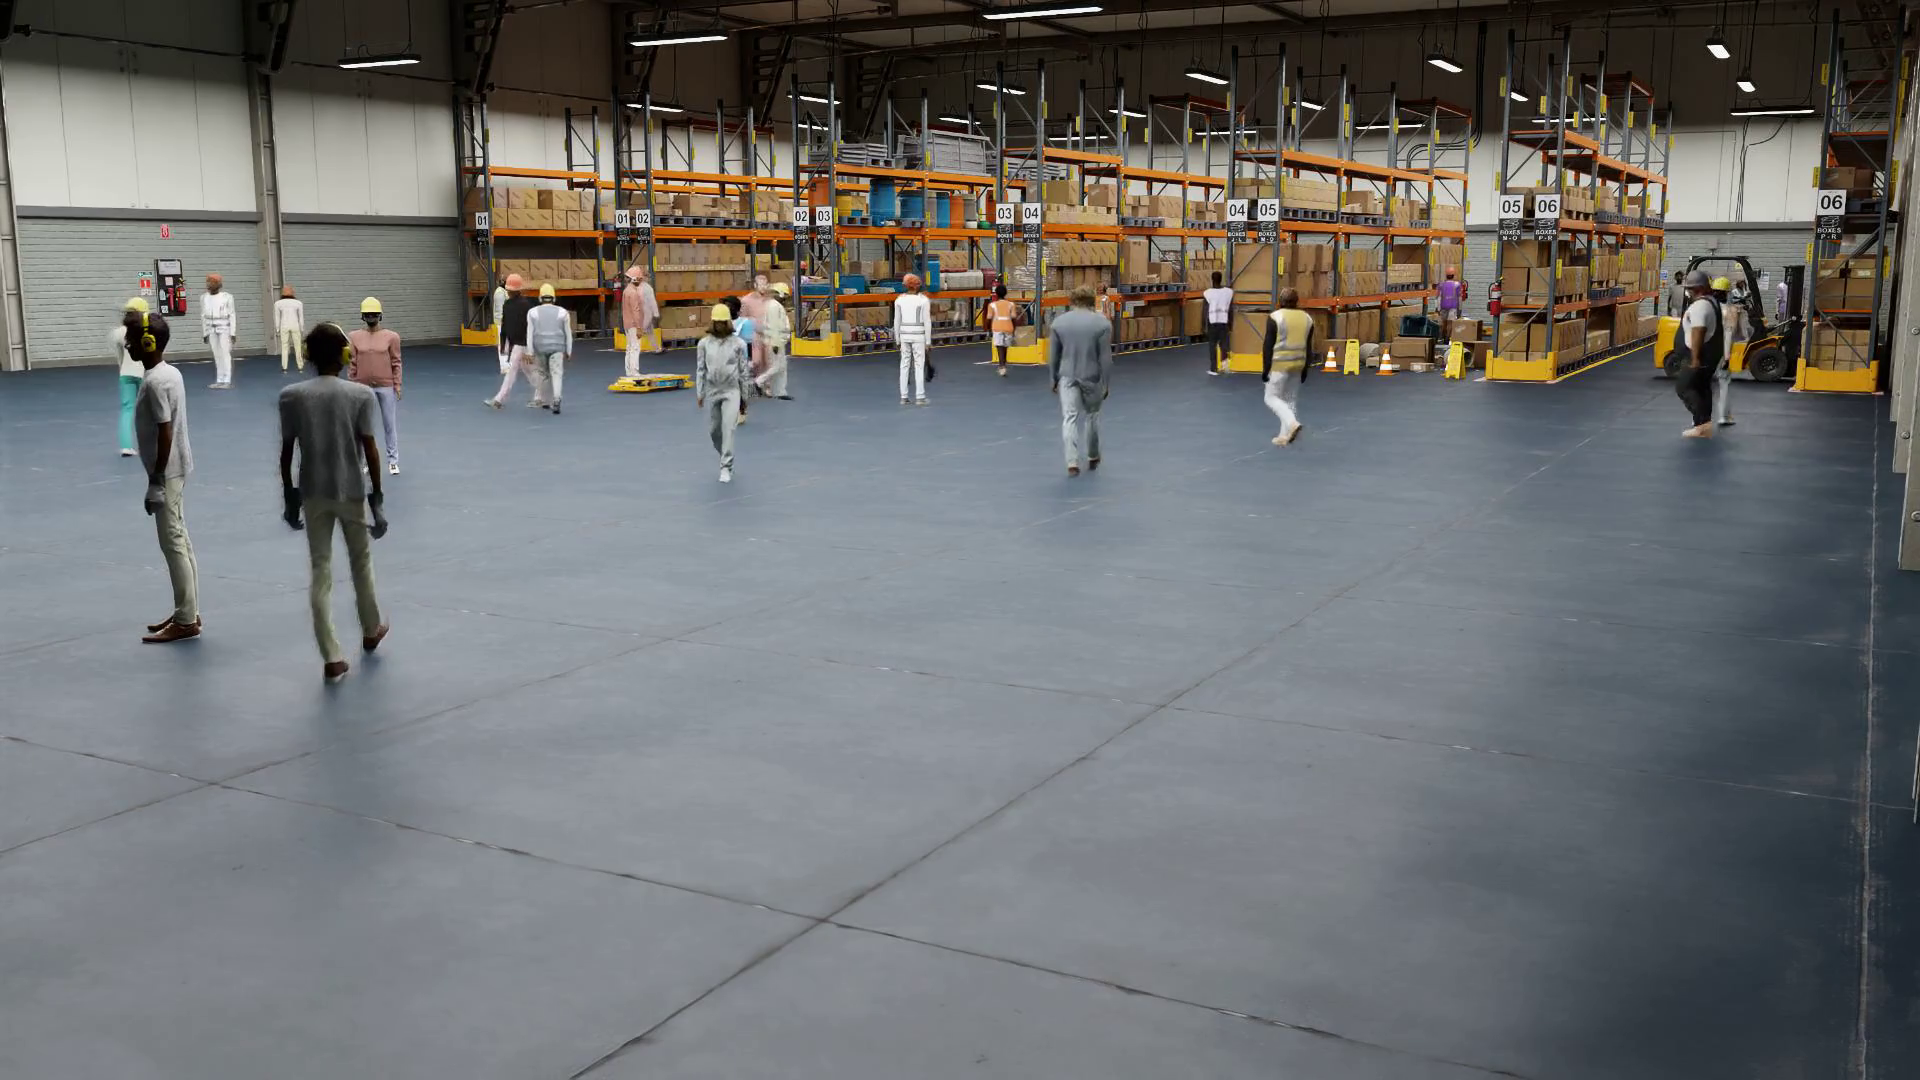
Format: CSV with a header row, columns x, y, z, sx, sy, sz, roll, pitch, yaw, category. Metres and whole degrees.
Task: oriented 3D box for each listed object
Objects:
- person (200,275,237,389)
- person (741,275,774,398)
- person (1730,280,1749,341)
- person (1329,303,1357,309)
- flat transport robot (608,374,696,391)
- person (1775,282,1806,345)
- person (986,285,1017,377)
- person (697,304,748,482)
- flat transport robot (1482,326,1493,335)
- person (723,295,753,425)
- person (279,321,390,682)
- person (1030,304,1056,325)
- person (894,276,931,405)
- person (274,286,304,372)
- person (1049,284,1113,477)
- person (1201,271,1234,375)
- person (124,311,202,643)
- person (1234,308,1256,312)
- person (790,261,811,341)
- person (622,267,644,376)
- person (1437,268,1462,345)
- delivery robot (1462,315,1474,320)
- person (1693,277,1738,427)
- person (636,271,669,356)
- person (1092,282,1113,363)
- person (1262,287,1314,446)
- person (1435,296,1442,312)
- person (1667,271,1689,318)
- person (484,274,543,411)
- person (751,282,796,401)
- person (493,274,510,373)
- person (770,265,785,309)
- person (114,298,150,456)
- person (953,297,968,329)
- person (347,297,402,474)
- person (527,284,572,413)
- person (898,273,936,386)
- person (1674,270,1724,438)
x,y,z,sx,sy,sz,roll,pitch,yaw,category
-12.193,-3.394,27.256,0.598,1.862,0.608,2,10,12,person
-3.058,-3.136,25.652,0.643,1.891,0.470,-5,11,-25,person
19.291,-5.640,41.162,0.544,1.586,0.866,-2,10,-10,person
9.721,-5.956,42.275,0.655,1.857,1.018,6,11,32,person
-5.000,-2.572,27.068,0.652,0.197,1.431,5,11,28,flat transport robot
18.465,-5.092,37.013,0.587,1.918,0.397,5,11,27,person
0.764,-3.772,30.060,0.539,1.654,0.872,-2,10,-12,person
-2.311,-1.454,16.284,0.494,1.723,0.722,0,10,2,person
14.495,-5.768,45.782,0.652,0.197,1.431,-1,10,-7,flat transport robot
-2.939,-2.278,21.240,0.547,1.673,0.633,8,12,38,person
-3.279,-0.228,8.775,0.554,1.830,0.913,-2,10,-9,person
1.890,-5.207,37.669,0.625,1.931,0.375,0,10,-1,person
-0.687,-2.928,24.440,0.584,1.883,0.337,4,11,23,person
-12.579,-3.952,31.216,0.501,1.625,0.310,-4,10,-20,person
1.220,-1.604,16.659,0.652,1.887,1.005,2,10,13,person
4.706,-3.962,30.421,0.625,1.907,0.448,-2,10,-11,person
-4.521,-0.353,9.408,0.328,1.872,0.520,-3,10,-17,person
6.609,-5.352,38.474,0.602,1.955,1.029,4,11,24,person
-3.888,-5.822,40.909,0.607,2.048,0.365,8,12,37,person
-5.456,-3.569,27.878,0.382,1.993,0.609,-5,11,-26,person
11.885,-5.661,40.443,0.549,1.898,0.971,5,11,26,person
13.811,-5.919,45.563,0.707,0.478,0.477,-1,10,-7,delivery robot
9.683,-2.395,21.285,0.815,1.897,0.593,-8,13,-40,person
-6.858,-4.949,36.381,1.019,1.853,0.652,-7,12,-36,person
2.879,-4.403,33.779,0.309,1.645,0.514,-8,12,-38,person
3.741,-1.958,18.911,0.637,1.831,0.572,-5,11,-27,person
14.253,-7.225,49.184,0.404,2.030,0.613,-2,10,-14,person
17.299,-5.561,40.034,0.521,1.830,0.959,4,10,21,person
-6.308,-2.789,23.548,1.036,1.911,0.653,-9,13,-41,person
-2.792,-2.961,24.907,0.590,1.784,0.627,-1,10,-3,person
-8.458,-4.022,30.986,0.430,1.840,0.621,-1,10,-8,person
-5.304,-6.855,47.308,0.635,1.919,0.960,8,12,38,person
-9.010,-1.796,18.301,0.526,1.719,0.912,0,10,-2,person
0.025,-7.061,49.423,0.509,1.624,0.455,4,10,22,person
-5.825,-1.525,16.565,0.530,1.772,0.302,-2,10,-11,person
-5.704,-2.658,23.129,0.605,1.804,0.855,-2,10,-13,person
-0.765,-3.572,28.175,0.563,1.910,0.861,5,11,28,person
8.802,-2.222,19.846,0.545,2.000,0.716,9,13,43,person
